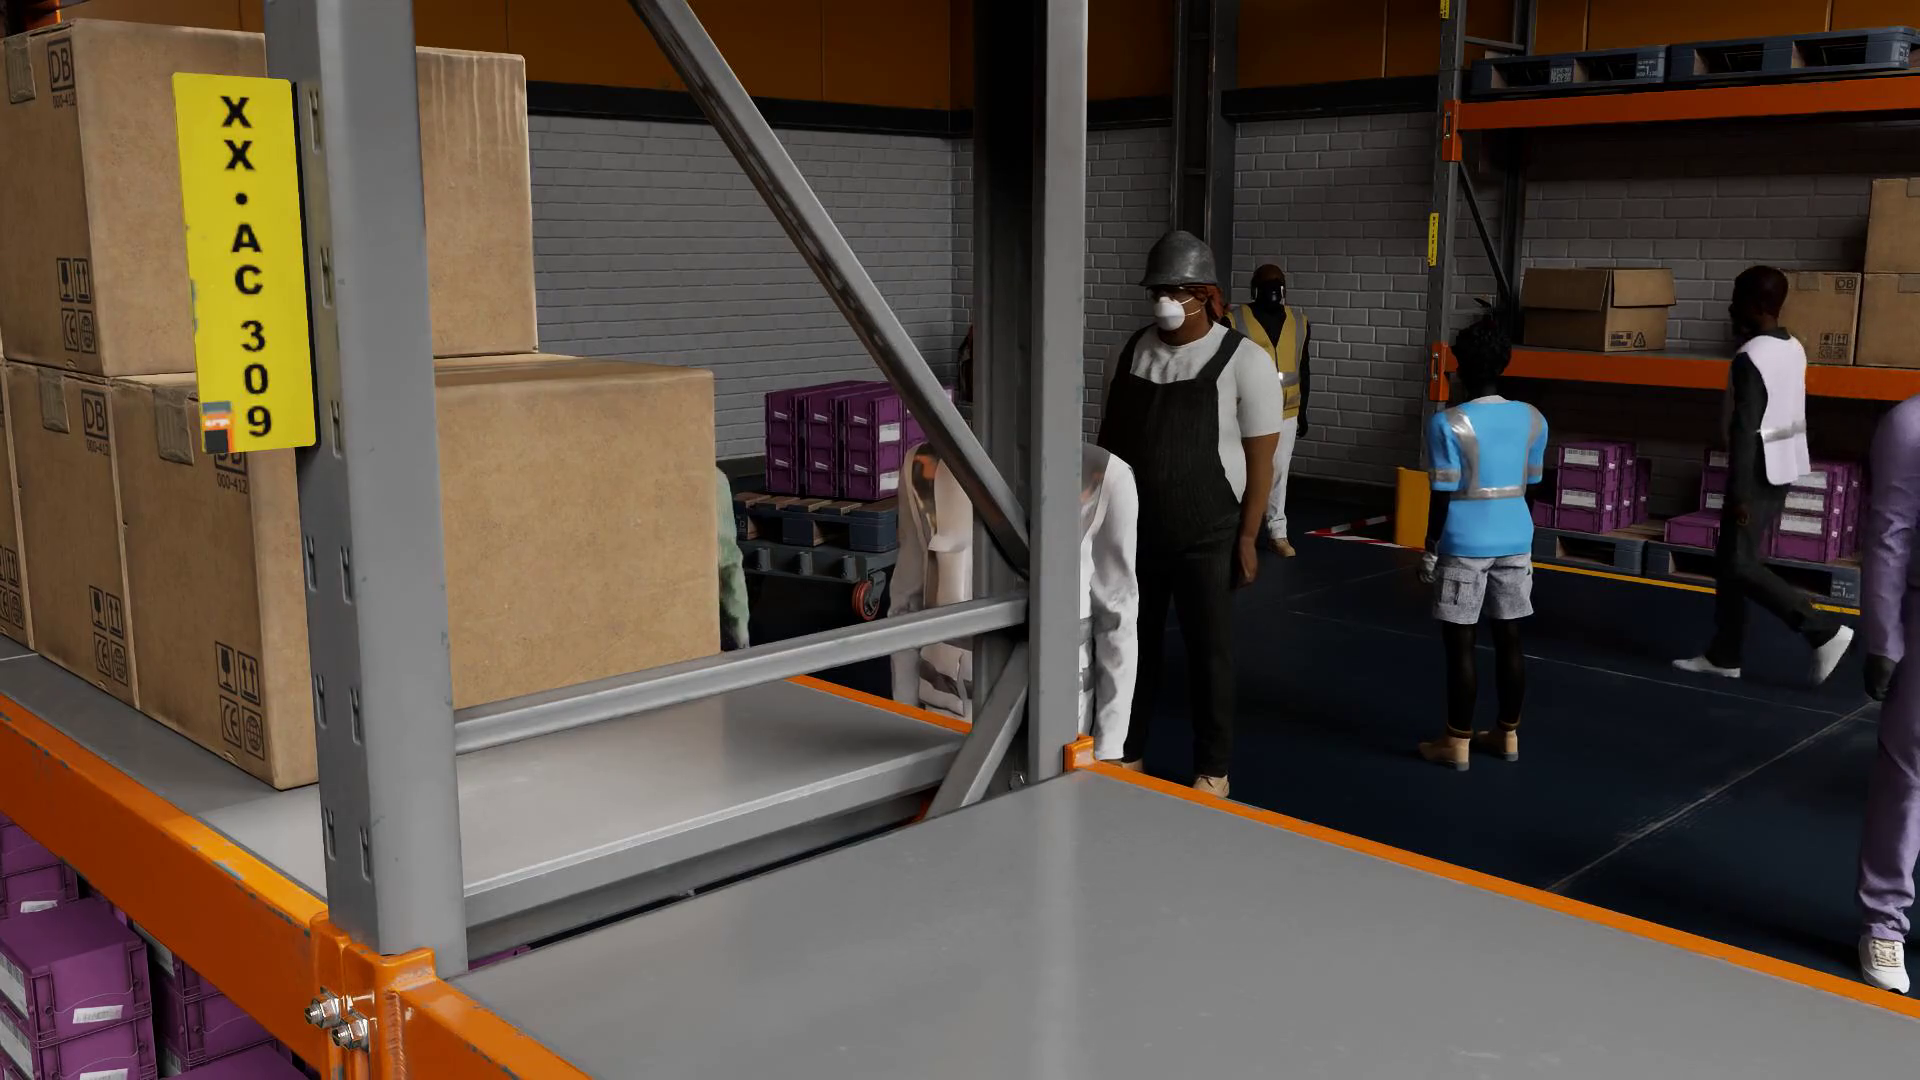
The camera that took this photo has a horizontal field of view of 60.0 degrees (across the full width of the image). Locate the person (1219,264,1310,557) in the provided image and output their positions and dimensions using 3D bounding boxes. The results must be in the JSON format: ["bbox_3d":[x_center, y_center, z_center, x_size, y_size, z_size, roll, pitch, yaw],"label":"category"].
[{"bbox_3d":[1.913,-0.802,10.464,0.626,1.844,0.429,-2,11,-11],"label":"person"}]

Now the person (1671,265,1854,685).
[{"bbox_3d":[3.629,-0.267,7.416,0.696,1.899,0.586,9,14,41],"label":"person"}]

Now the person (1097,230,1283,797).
[{"bbox_3d":[0.742,-0.058,5.861,0.672,2.000,0.536,7,12,32],"label":"person"}]

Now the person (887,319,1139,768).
[{"bbox_3d":[0.102,0.415,3.711,0.580,1.884,0.352,4,11,21],"label":"person"}]

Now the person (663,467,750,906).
[{"bbox_3d":[-0.904,0.299,5.120,0.524,1.583,0.839,-5,12,-25],"label":"person"}]

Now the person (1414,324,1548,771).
[{"bbox_3d":[1.969,0.032,6.316,0.534,1.692,0.322,-4,11,-22],"label":"person"}]

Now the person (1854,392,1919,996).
[{"bbox_3d":[2.727,0.279,4.411,0.639,1.902,0.406,1,10,4],"label":"person"}]
